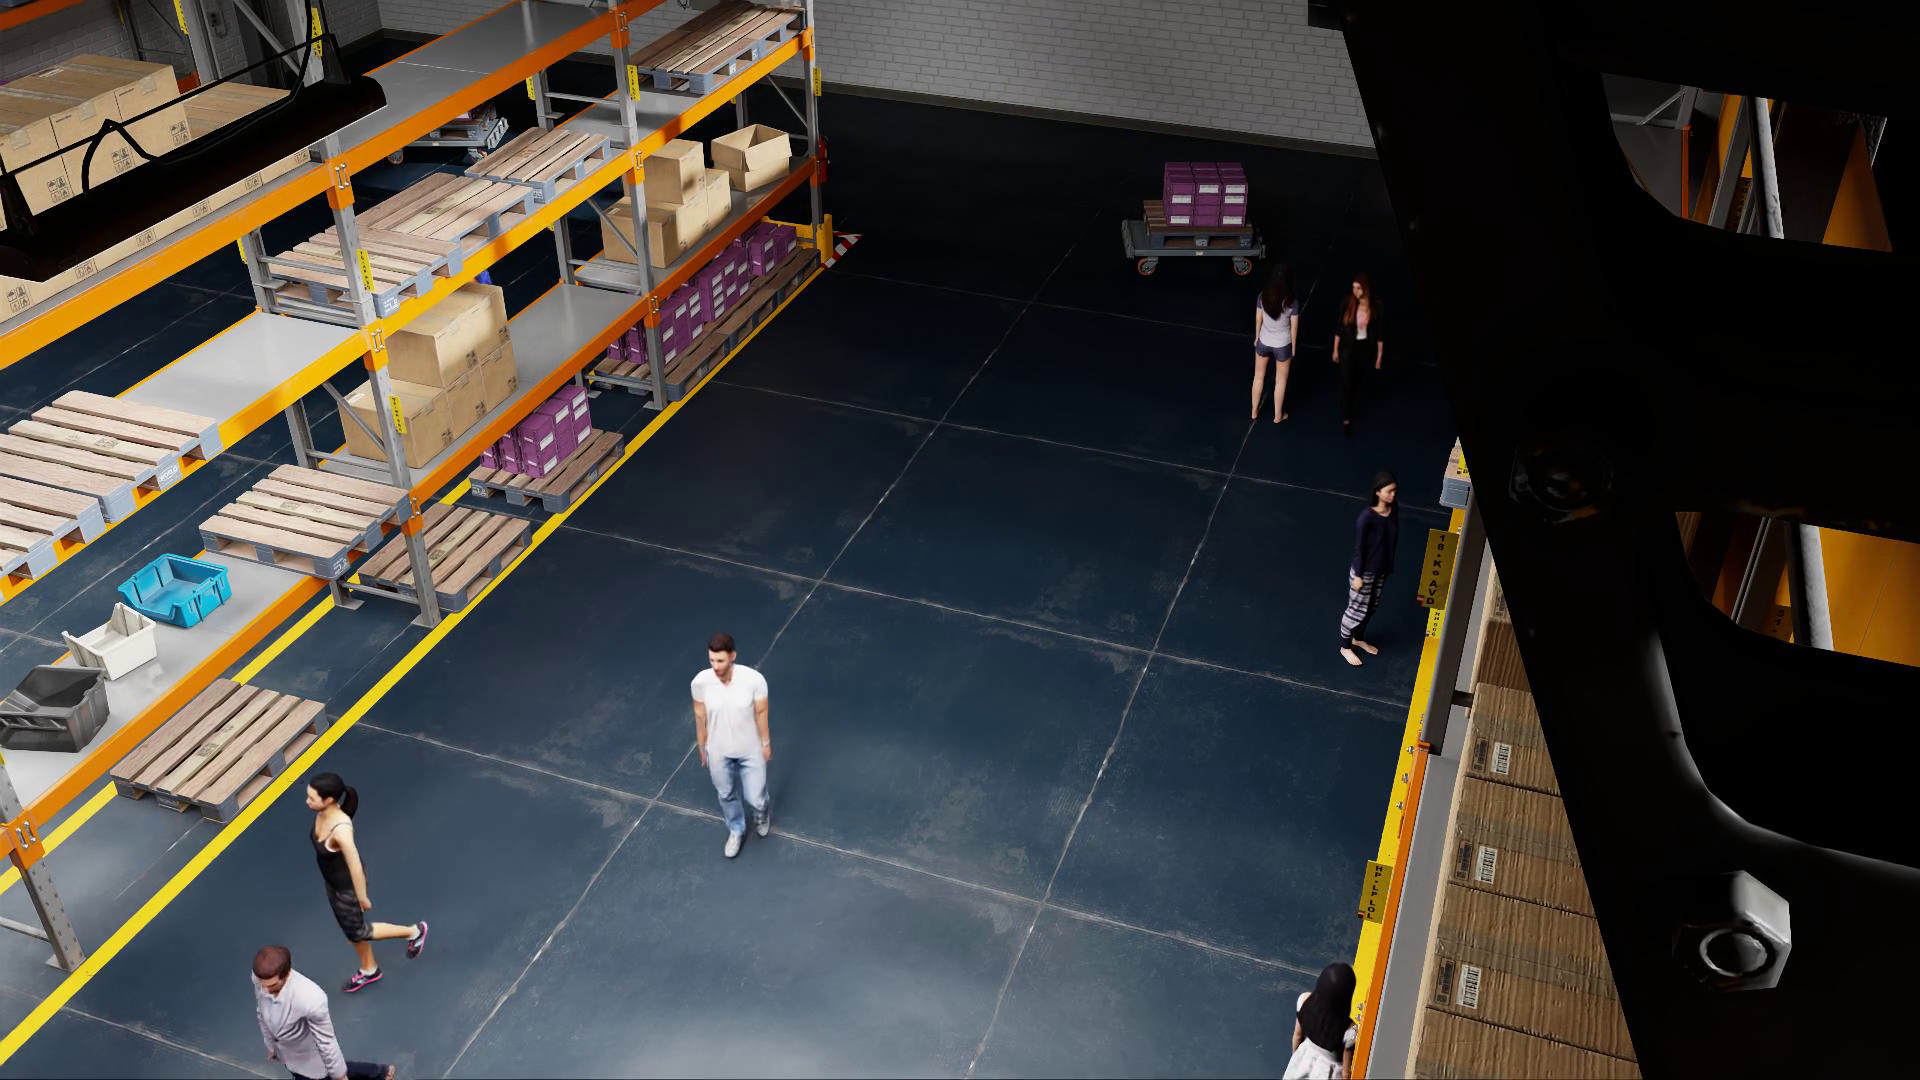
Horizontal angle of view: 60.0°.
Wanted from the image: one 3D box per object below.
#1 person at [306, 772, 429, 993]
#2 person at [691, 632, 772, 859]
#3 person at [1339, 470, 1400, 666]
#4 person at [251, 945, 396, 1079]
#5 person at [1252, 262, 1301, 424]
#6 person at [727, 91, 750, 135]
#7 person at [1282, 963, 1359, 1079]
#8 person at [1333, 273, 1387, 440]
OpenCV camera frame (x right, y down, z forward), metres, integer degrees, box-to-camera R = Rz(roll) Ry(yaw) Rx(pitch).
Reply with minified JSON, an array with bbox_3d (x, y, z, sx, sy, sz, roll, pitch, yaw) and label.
[{"bbox_3d":[-3.743,2.110,10.399,0.928,1.714,0.828,-20,39,-28],"label":"person"},{"bbox_3d":[-1.522,1.356,11.416,0.757,1.845,0.791,4,34,5],"label":"person"},{"bbox_3d":[3.271,0.195,13.262,0.626,1.735,0.742,-25,41,-32],"label":"person"},{"bbox_3d":[-3.567,2.806,9.278,0.860,1.796,1.208,21,39,28],"label":"person"},{"bbox_3d":[3.130,-1.969,16.544,0.621,1.706,0.568,17,37,23],"label":"person"},{"bbox_3d":[-2.640,-4.872,20.931,0.811,1.683,0.895,0,34,0],"label":"person"},{"bbox_3d":[1.957,2.969,9.058,0.796,1.769,0.774,-26,41,-33],"label":"person"},{"bbox_3d":[3.940,-1.918,16.496,0.765,1.674,1.026,3,34,5],"label":"person"}]
